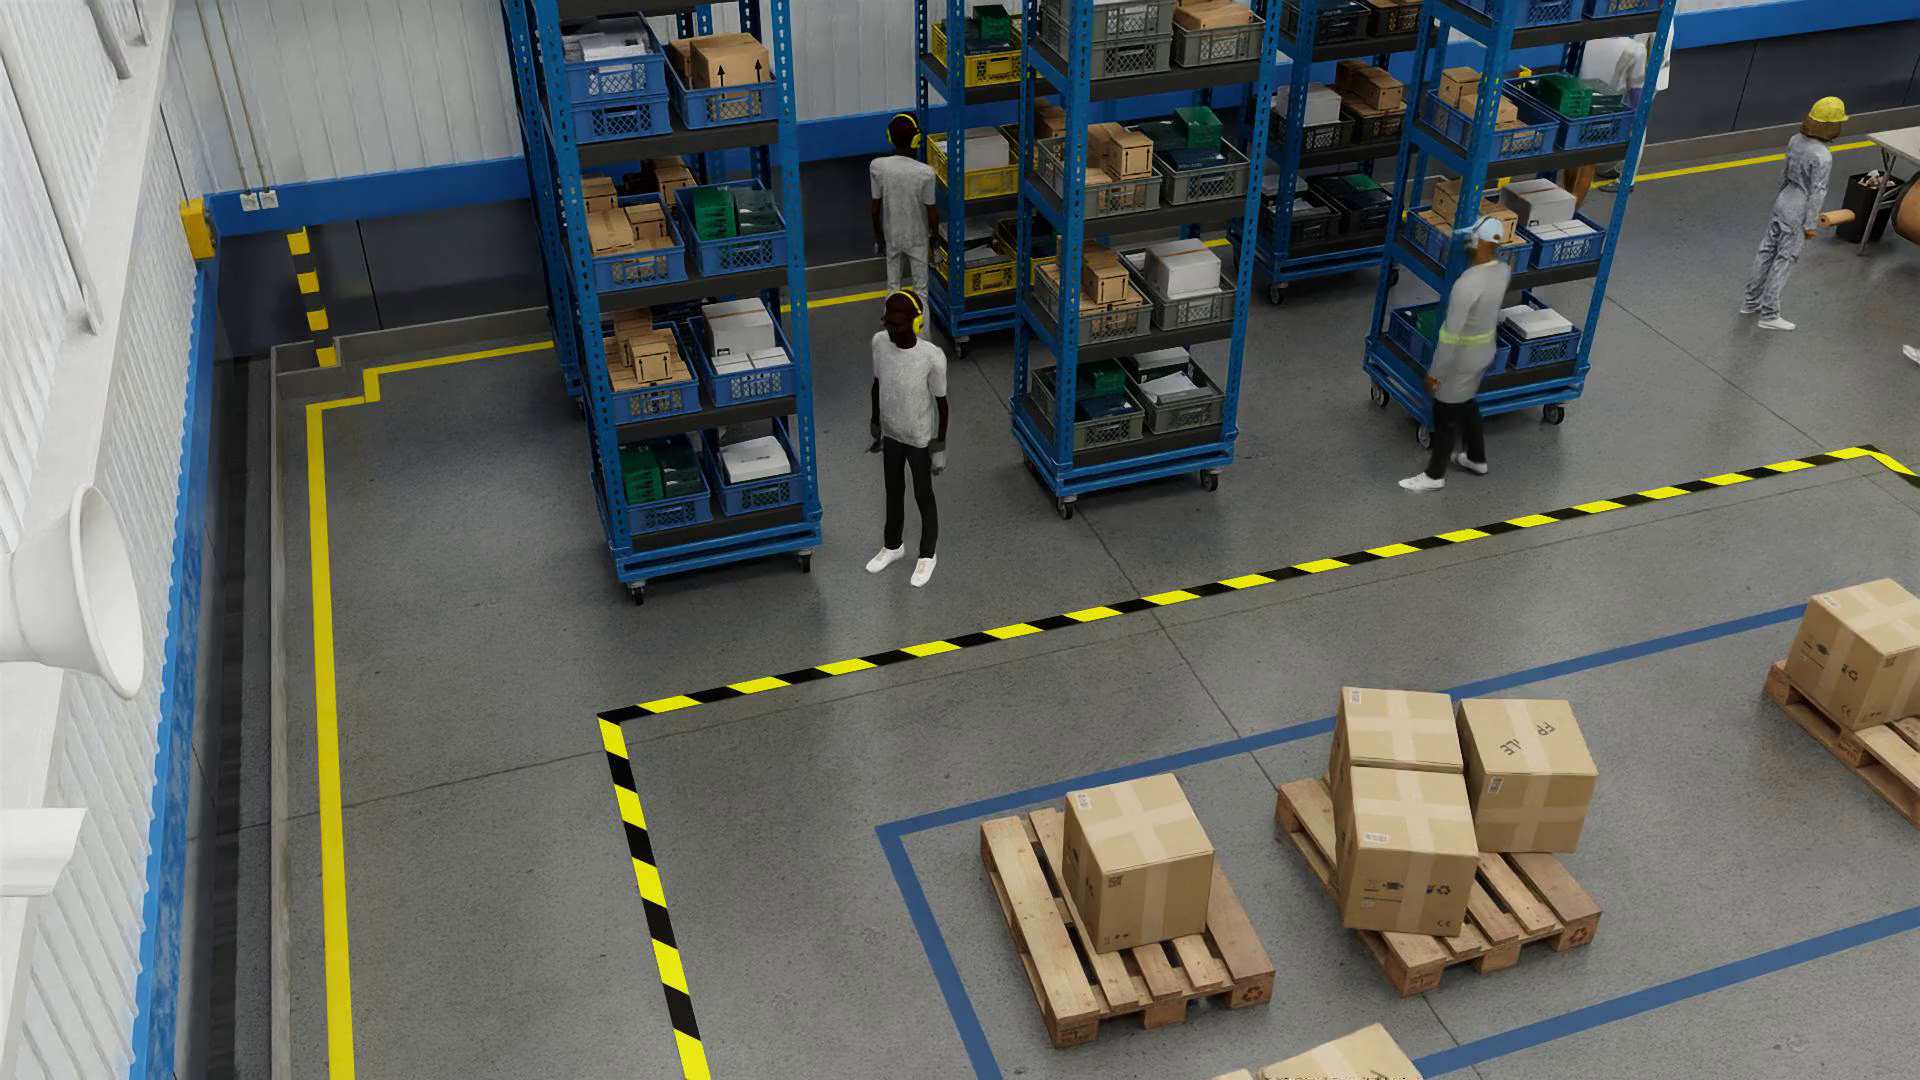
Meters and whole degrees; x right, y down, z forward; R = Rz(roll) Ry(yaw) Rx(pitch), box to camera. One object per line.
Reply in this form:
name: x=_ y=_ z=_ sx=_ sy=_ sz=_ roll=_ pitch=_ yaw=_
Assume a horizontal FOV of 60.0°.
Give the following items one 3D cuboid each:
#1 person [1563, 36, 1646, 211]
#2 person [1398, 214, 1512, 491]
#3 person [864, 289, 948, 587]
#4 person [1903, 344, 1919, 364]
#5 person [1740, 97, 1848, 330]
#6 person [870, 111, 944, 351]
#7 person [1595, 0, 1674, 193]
person: x=5.178 y=-3.468 z=13.468 sx=0.627 sy=2.005 sz=0.825 roll=26 pitch=43 yaw=32
person: x=3.133 y=-1.115 z=10.289 sx=0.442 sy=1.827 sz=0.696 roll=25 pitch=42 yaw=30
person: x=-0.306 y=-0.577 z=9.483 sx=0.517 sy=1.873 sz=0.332 roll=20 pitch=40 yaw=26
person: x=7.240 y=-1.870 z=11.331 sx=0.960 sy=1.851 sz=0.717 roll=11 pitch=37 yaw=15
person: x=6.119 y=-2.392 z=12.167 sx=0.294 sy=1.744 sz=0.485 roll=-4 pitch=35 yaw=-6
person: x=-0.362 y=-2.084 z=11.621 sx=0.508 sy=1.872 sz=0.328 roll=11 pitch=37 yaw=15
person: x=5.816 y=-3.868 z=14.171 sx=0.397 sy=1.847 sz=0.563 roll=10 pitch=36 yaw=14
